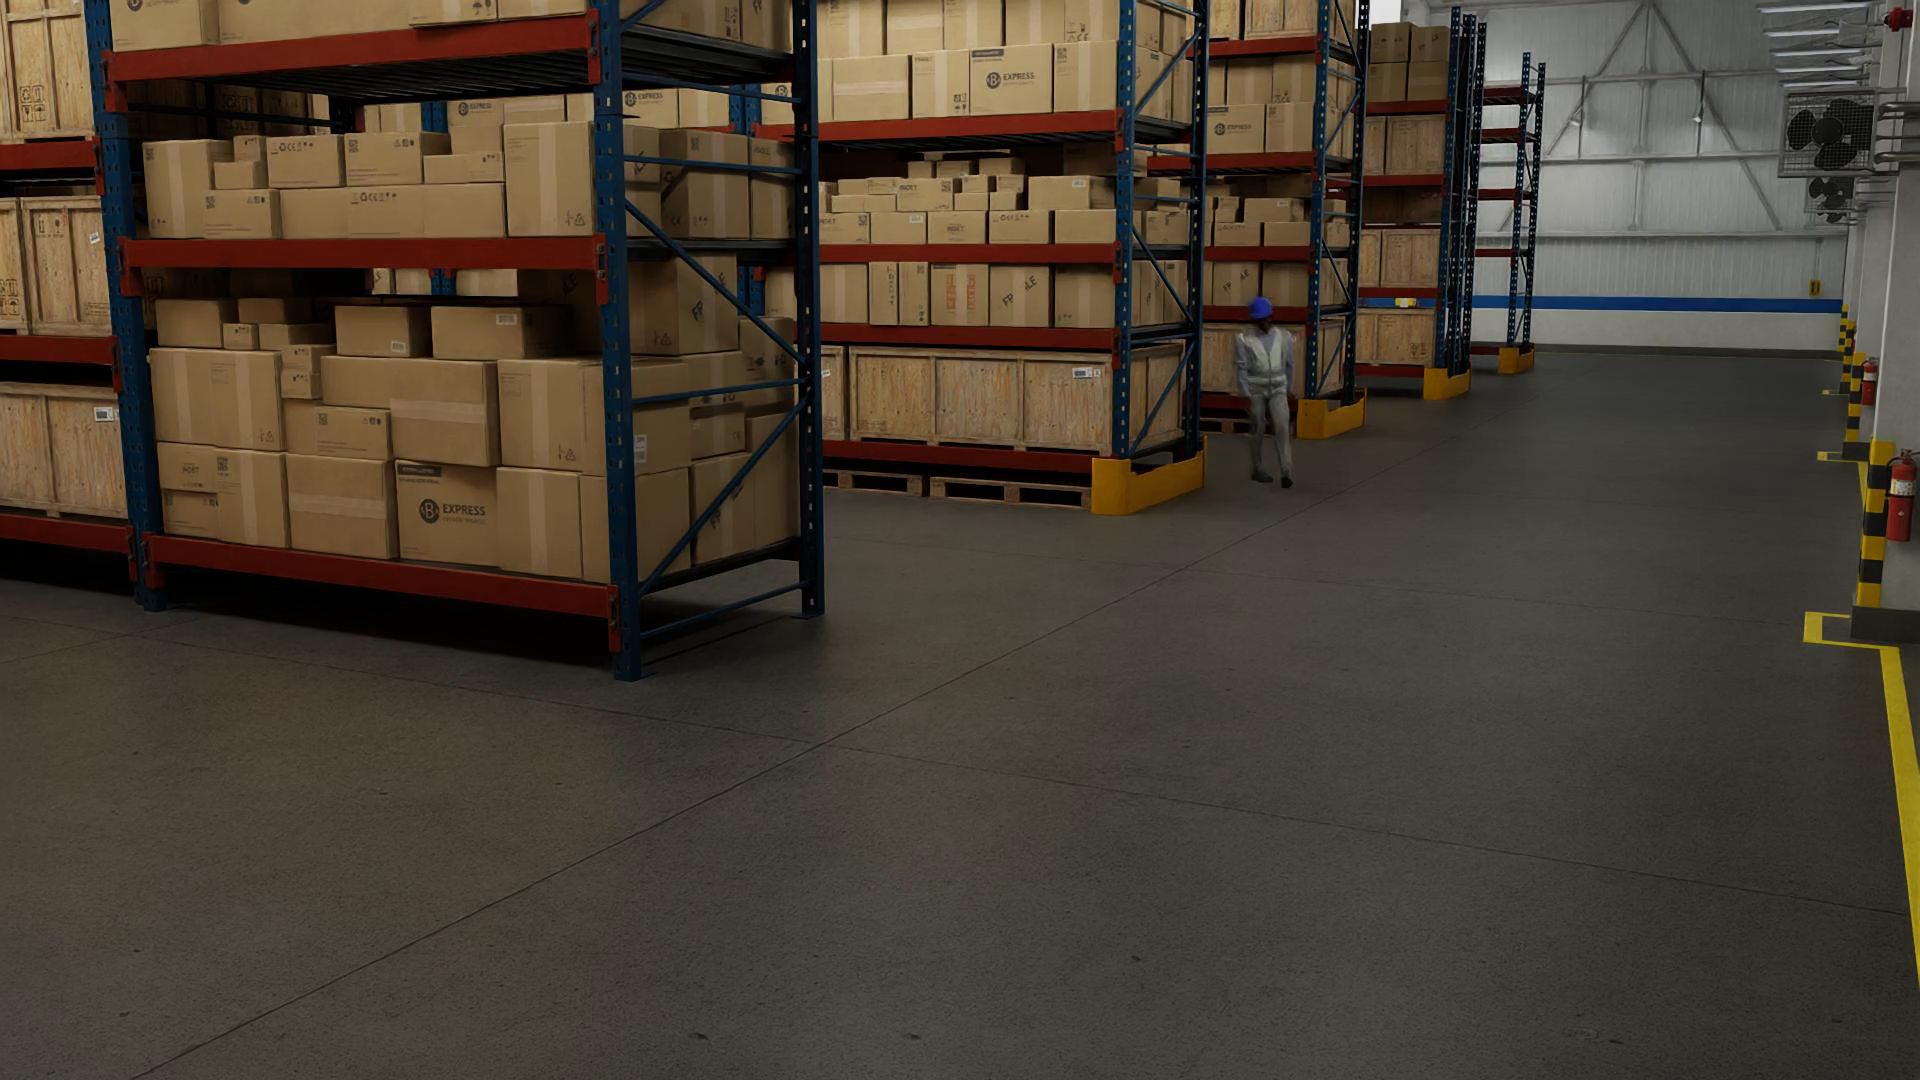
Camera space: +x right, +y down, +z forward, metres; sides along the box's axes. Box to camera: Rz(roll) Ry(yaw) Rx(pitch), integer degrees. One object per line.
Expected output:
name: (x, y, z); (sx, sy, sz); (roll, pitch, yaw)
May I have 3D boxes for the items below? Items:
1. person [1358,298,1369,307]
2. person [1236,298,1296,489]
person: (7.760, -4.303, 32.926); (0.624, 1.931, 0.370); (2, 10, 10)
person: (3.069, -1.466, 16.606); (0.634, 1.883, 0.971); (-1, 10, -4)
